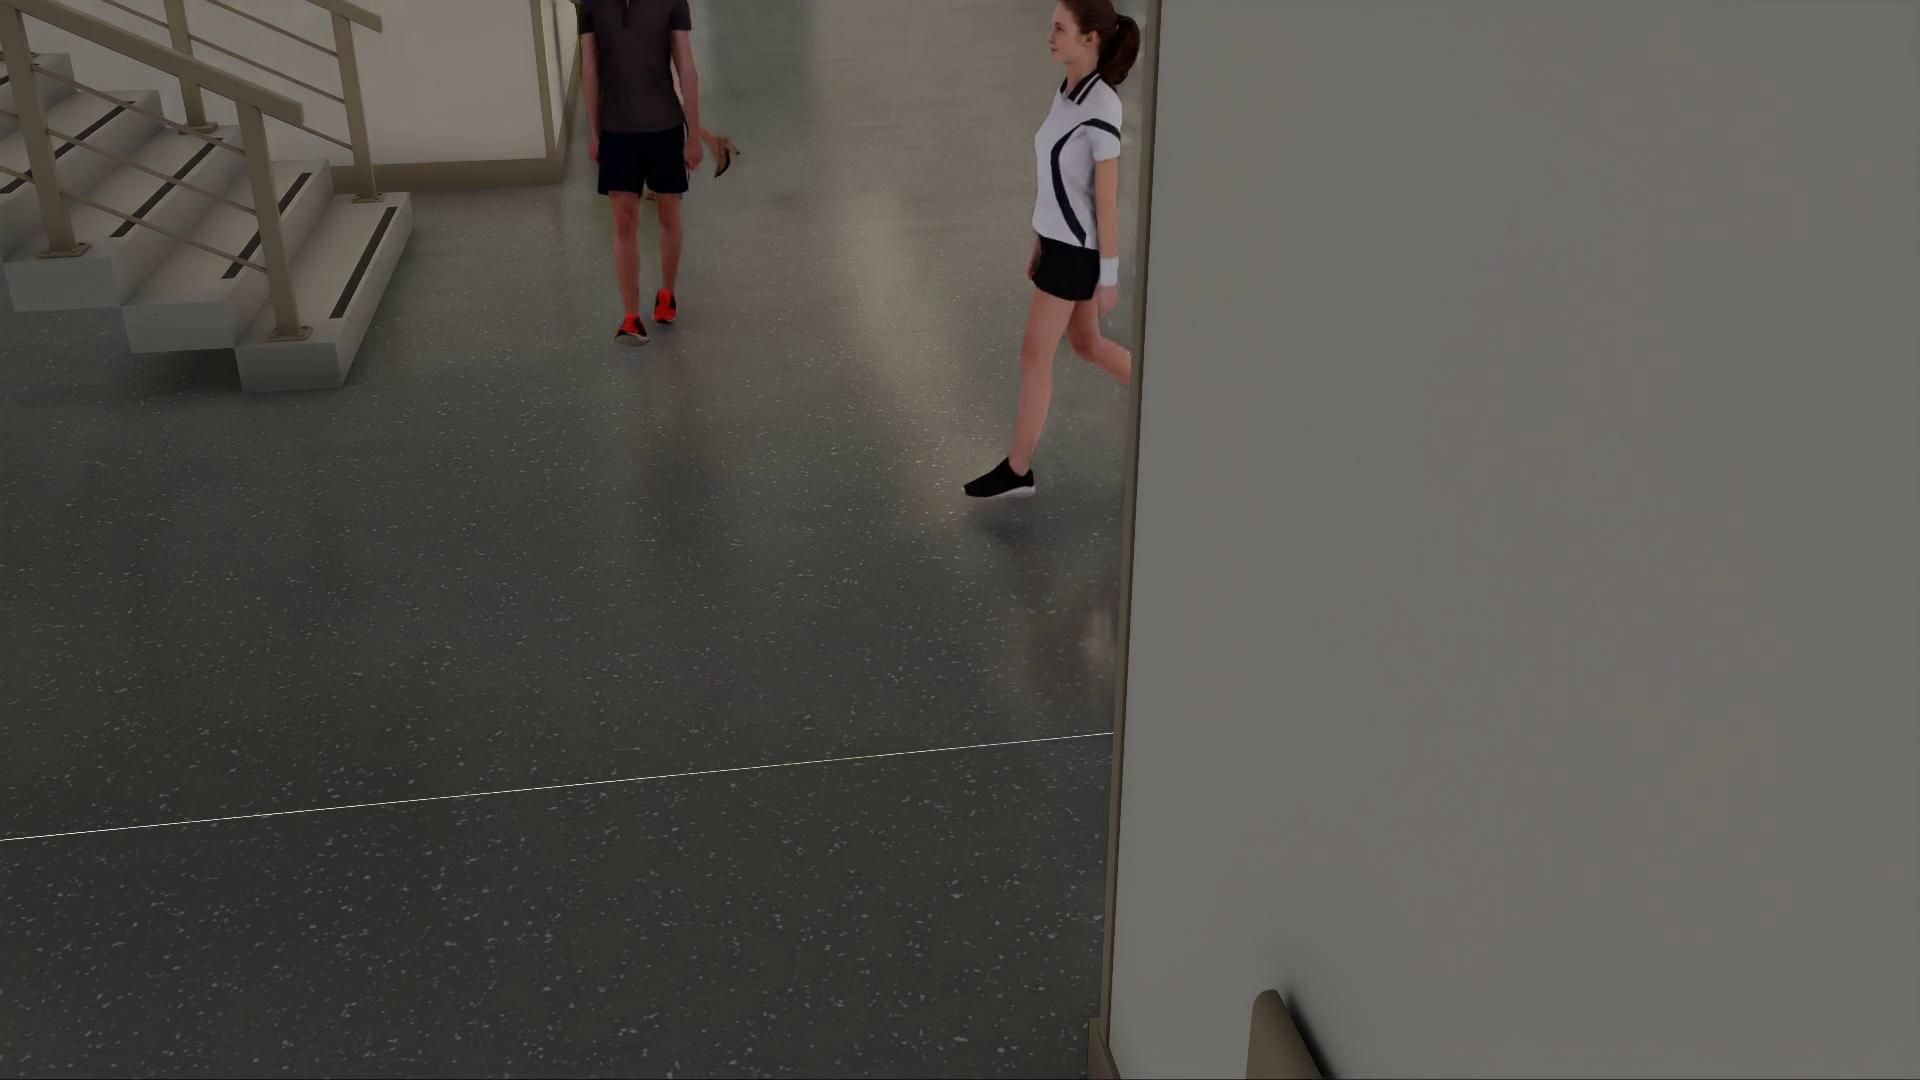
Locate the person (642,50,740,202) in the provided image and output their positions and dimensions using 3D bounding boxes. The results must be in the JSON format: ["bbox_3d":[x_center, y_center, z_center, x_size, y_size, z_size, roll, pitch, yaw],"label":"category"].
[{"bbox_3d":[-1.589,-2.787,9.483,0.839,1.727,0.657,-1,26,-2],"label":"person"}]

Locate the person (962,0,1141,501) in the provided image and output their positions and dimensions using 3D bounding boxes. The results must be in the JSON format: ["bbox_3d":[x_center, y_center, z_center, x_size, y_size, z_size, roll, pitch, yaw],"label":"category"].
[{"bbox_3d":[0.470,-0.966,5.716,1.143,1.718,0.625,-6,26,-12],"label":"person"}]

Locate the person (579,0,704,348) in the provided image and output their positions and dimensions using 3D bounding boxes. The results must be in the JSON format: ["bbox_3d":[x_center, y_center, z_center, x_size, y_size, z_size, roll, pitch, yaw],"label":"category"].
[{"bbox_3d":[-1.373,-1.805,7.344,1.071,1.815,0.840,-1,26,-1],"label":"person"}]
